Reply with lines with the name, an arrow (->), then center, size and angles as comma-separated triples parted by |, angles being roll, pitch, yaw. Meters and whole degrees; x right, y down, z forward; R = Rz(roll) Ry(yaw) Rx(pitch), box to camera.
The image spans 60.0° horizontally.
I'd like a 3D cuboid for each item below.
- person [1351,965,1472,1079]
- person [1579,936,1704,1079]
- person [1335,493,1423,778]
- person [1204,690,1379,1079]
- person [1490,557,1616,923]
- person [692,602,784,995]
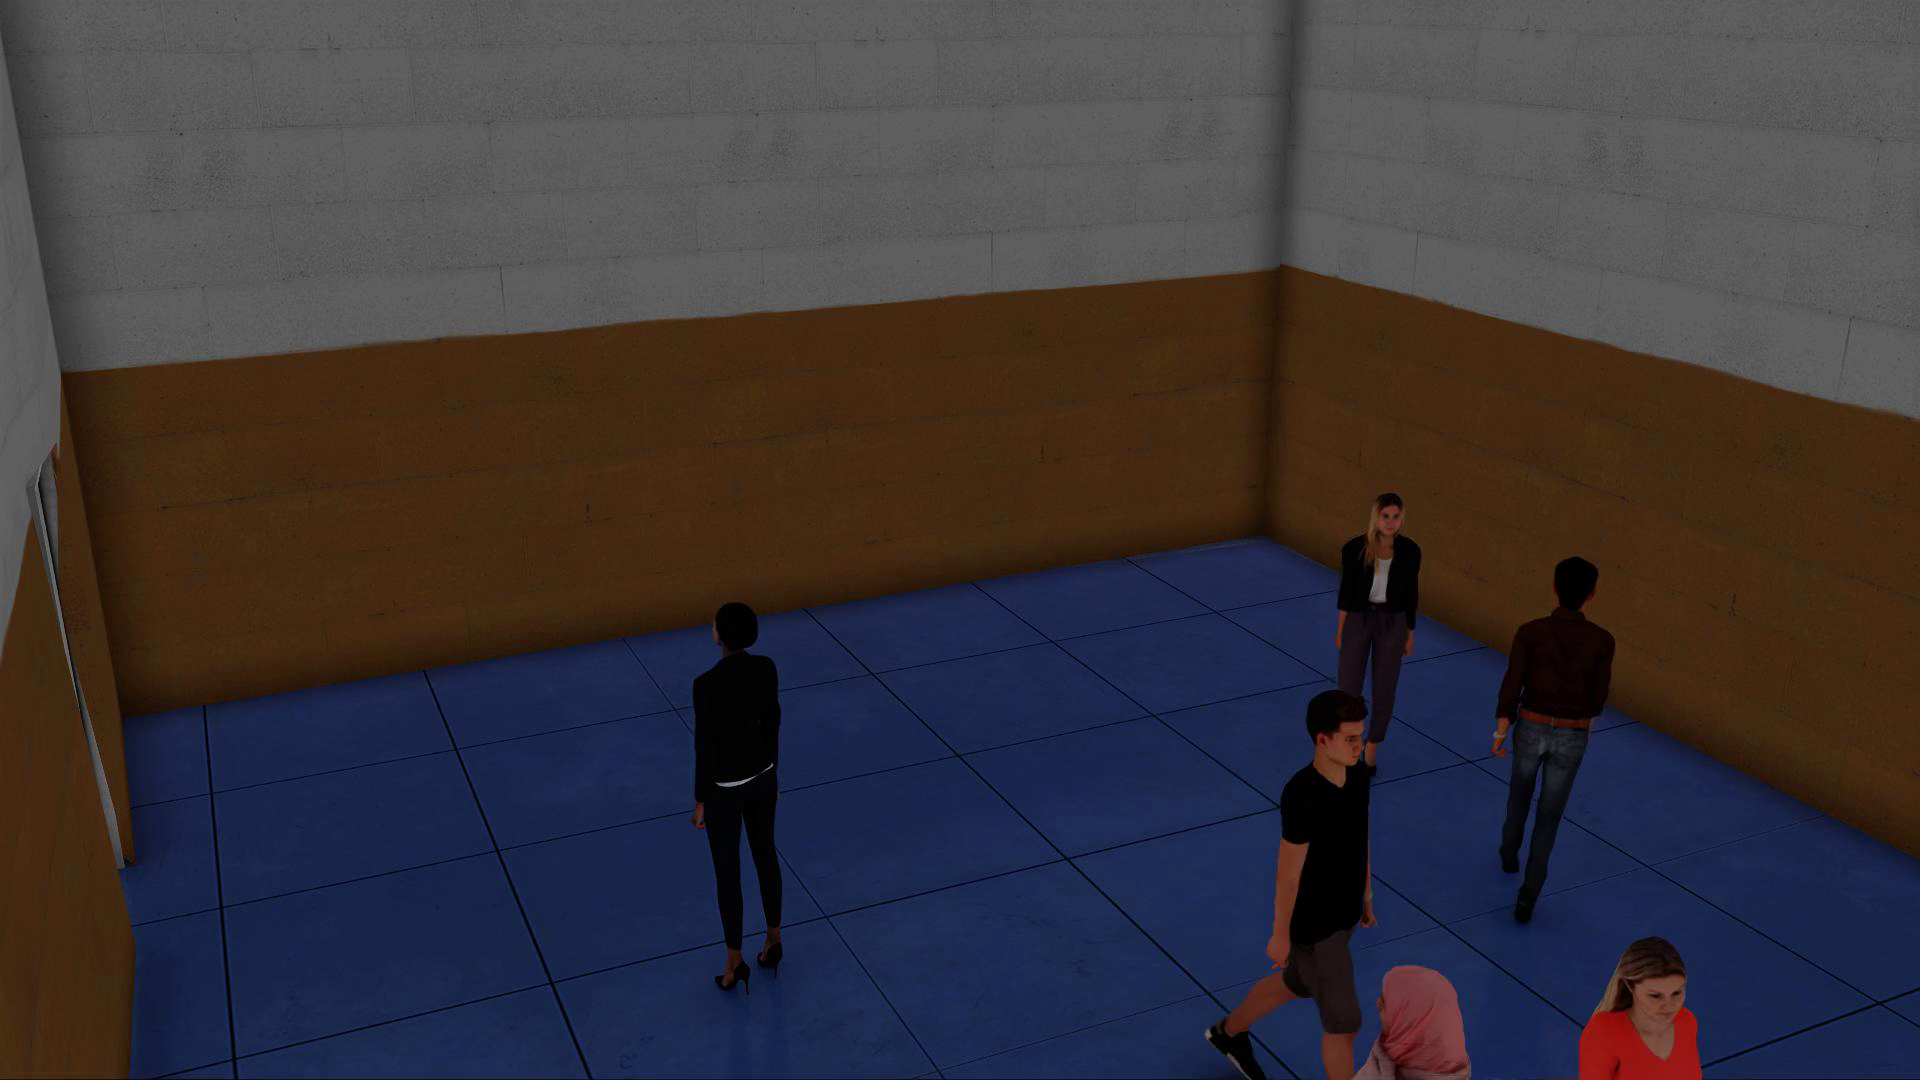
person -> 1.315, 2.041, 4.715 | 0.981, 1.759, 1.228 | 17, 25, 41
person -> 1.970, 1.938, 5.184 | 1.012, 1.656, 0.742 | -6, 20, -17
person -> 2.331, 0.509, 9.420 | 0.804, 1.657, 0.845 | 3, 19, 8
person -> 1.321, 1.420, 6.441 | 1.083, 1.833, 1.230 | 15, 24, 37
person -> 2.793, 0.987, 7.864 | 0.985, 1.744, 1.048 | 6, 20, 18
person -> -0.963, 1.129, 7.303 | 0.551, 1.834, 0.708 | -16, 24, -39
